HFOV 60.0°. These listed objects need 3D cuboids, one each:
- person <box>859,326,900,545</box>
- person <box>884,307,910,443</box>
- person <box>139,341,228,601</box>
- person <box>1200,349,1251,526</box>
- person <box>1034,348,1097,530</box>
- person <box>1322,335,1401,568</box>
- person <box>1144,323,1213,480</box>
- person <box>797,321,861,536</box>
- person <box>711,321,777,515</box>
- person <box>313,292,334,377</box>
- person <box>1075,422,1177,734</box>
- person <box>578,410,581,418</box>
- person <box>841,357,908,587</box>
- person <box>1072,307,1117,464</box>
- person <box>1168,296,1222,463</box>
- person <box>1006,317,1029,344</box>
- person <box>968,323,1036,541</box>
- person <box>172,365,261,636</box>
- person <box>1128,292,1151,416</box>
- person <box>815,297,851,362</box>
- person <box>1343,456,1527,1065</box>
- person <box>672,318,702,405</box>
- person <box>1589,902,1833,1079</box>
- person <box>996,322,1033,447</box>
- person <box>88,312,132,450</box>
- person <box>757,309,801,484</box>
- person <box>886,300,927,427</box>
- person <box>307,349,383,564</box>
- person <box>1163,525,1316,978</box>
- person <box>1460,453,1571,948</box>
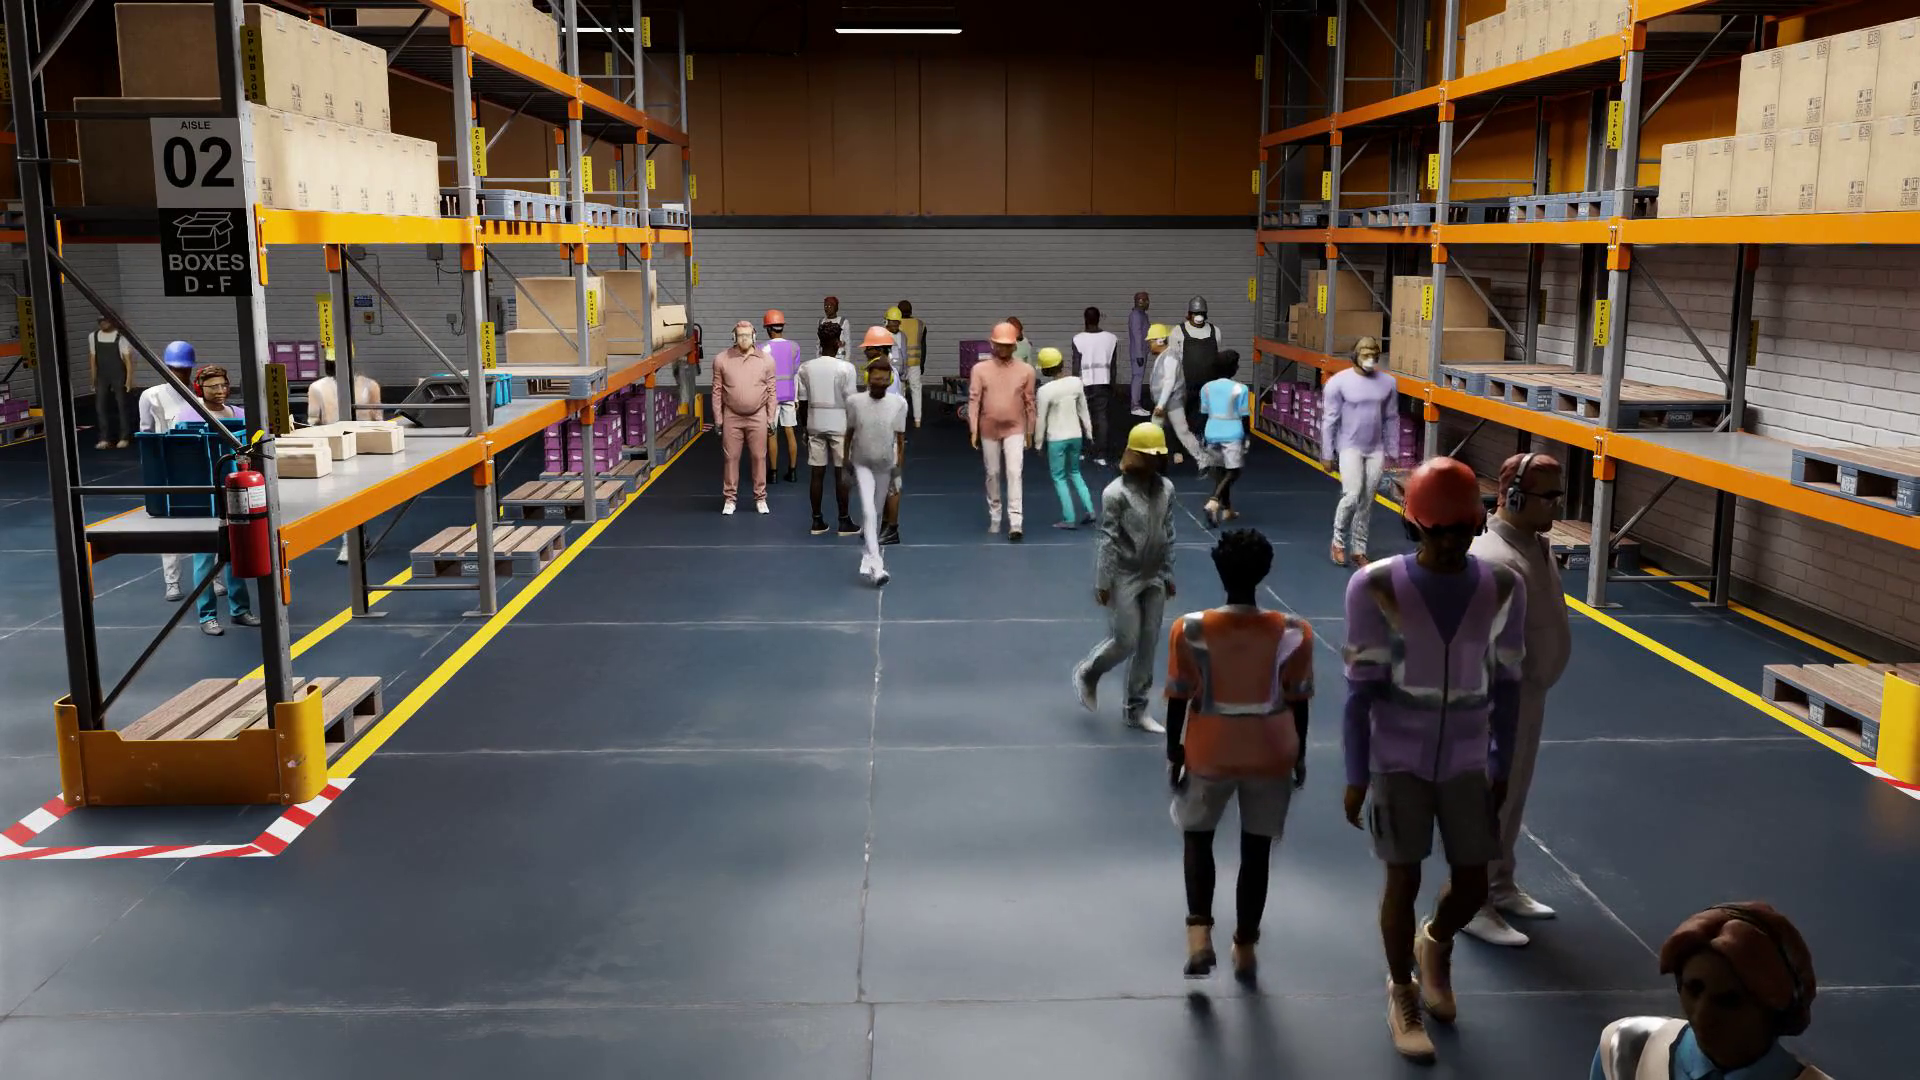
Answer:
[{"bbox_3d":[-0.713,-0.924,14.780,0.360,1.937,0.551,-2,10,-13],"label":"person"},{"bbox_3d":[-0.888,-2.171,22.031,0.403,1.827,0.599,9,14,42],"label":"person"},{"bbox_3d":[-5.828,-0.525,12.530,0.604,1.948,0.386,-7,12,-34],"label":"person"},{"bbox_3d":[2.488,-0.971,15.782,0.554,1.683,0.689,10,14,43],"label":"person"},{"bbox_3d":[0.953,-0.932,15.460,0.610,1.710,0.346,-7,12,-34],"label":"person"},{"bbox_3d":[3.303,-0.707,13.616,0.634,1.927,0.435,-3,11,-16],"label":"person"},{"bbox_3d":[2.456,-1.562,18.821,0.854,1.781,0.613,-2,10,-10],"label":"person"},{"bbox_3d":[-1.185,-1.015,15.207,0.603,1.966,0.368,4,11,22],"label":"person"},{"bbox_3d":[-2.119,-1.198,16.383,0.643,1.913,0.410,-2,10,-10],"label":"person"},{"bbox_3d":[-9.734,-2.914,25.961,0.564,1.899,0.627,3,10,14],"label":"person"},{"bbox_3d":[0.936,0.196,9.150,0.488,1.723,0.517,-8,13,-37],"label":"person"},{"bbox_3d":[-5.352,-2.377,22.718,0.608,1.995,0.376,-5,11,-27],"label":"person"},{"bbox_3d":[-0.675,-0.551,13.132,0.502,1.791,1.003,-2,10,-9],"label":"person"},{"bbox_3d":[1.613,-1.881,20.254,0.615,1.891,0.779,-2,10,-13],"label":"person"},{"bbox_3d":[2.875,-1.942,20.164,0.689,2.000,0.538,-2,10,-10],"label":"person"},{"bbox_3d":[0.750,-2.337,23.499,0.499,1.633,0.279,8,13,38],"label":"person"},{"bbox_3d":[0.380,-0.976,15.045,0.604,1.946,0.959,1,10,5],"label":"person"},{"bbox_3d":[-5.109,-0.282,11.462,0.389,1.846,0.566,6,12,32],"label":"person"},{"bbox_3d":[2.806,-2.884,25.774,0.410,1.913,0.642,1,10,7],"label":"person"},{"bbox_3d":[-1.869,-2.612,24.336,0.584,1.882,0.345,5,12,28],"label":"person"},{"bbox_3d":[1.542,0.718,5.437,0.608,2.013,0.447,0,10,0],"label":"person"},{"bbox_3d":[-4.070,-2.565,24.861,0.574,1.607,0.520,9,13,40],"label":"person"},{"bbox_3d":[1.248,1.381,2.776,0.307,1.636,0.525,-8,13,-38],"label":"person"},{"bbox_3d":[0.706,-2.026,21.773,0.502,1.631,0.286,-2,10,-14],"label":"person"},{"bbox_3d":[-10.976,-2.065,21.455,0.534,1.817,0.769,-2,10,-8],"label":"person"},{"bbox_3d":[-2.030,-1.585,18.471,0.544,1.936,0.359,-7,12,-32],"label":"person"},{"bbox_3d":[-0.791,-2.534,24.017,0.622,1.845,0.430,-4,11,-19],"label":"person"},{"bbox_3d":[-5.206,-0.775,14.124,0.609,1.884,1.004,-1,10,-4],"label":"person"},{"bbox_3d":[0.995,0.786,5.955,0.541,1.685,0.426,1,10,7],"label":"person"},{"bbox_3d":[2.125,0.604,6.399,0.402,1.896,0.652,6,12,31],"label":"person"}]
